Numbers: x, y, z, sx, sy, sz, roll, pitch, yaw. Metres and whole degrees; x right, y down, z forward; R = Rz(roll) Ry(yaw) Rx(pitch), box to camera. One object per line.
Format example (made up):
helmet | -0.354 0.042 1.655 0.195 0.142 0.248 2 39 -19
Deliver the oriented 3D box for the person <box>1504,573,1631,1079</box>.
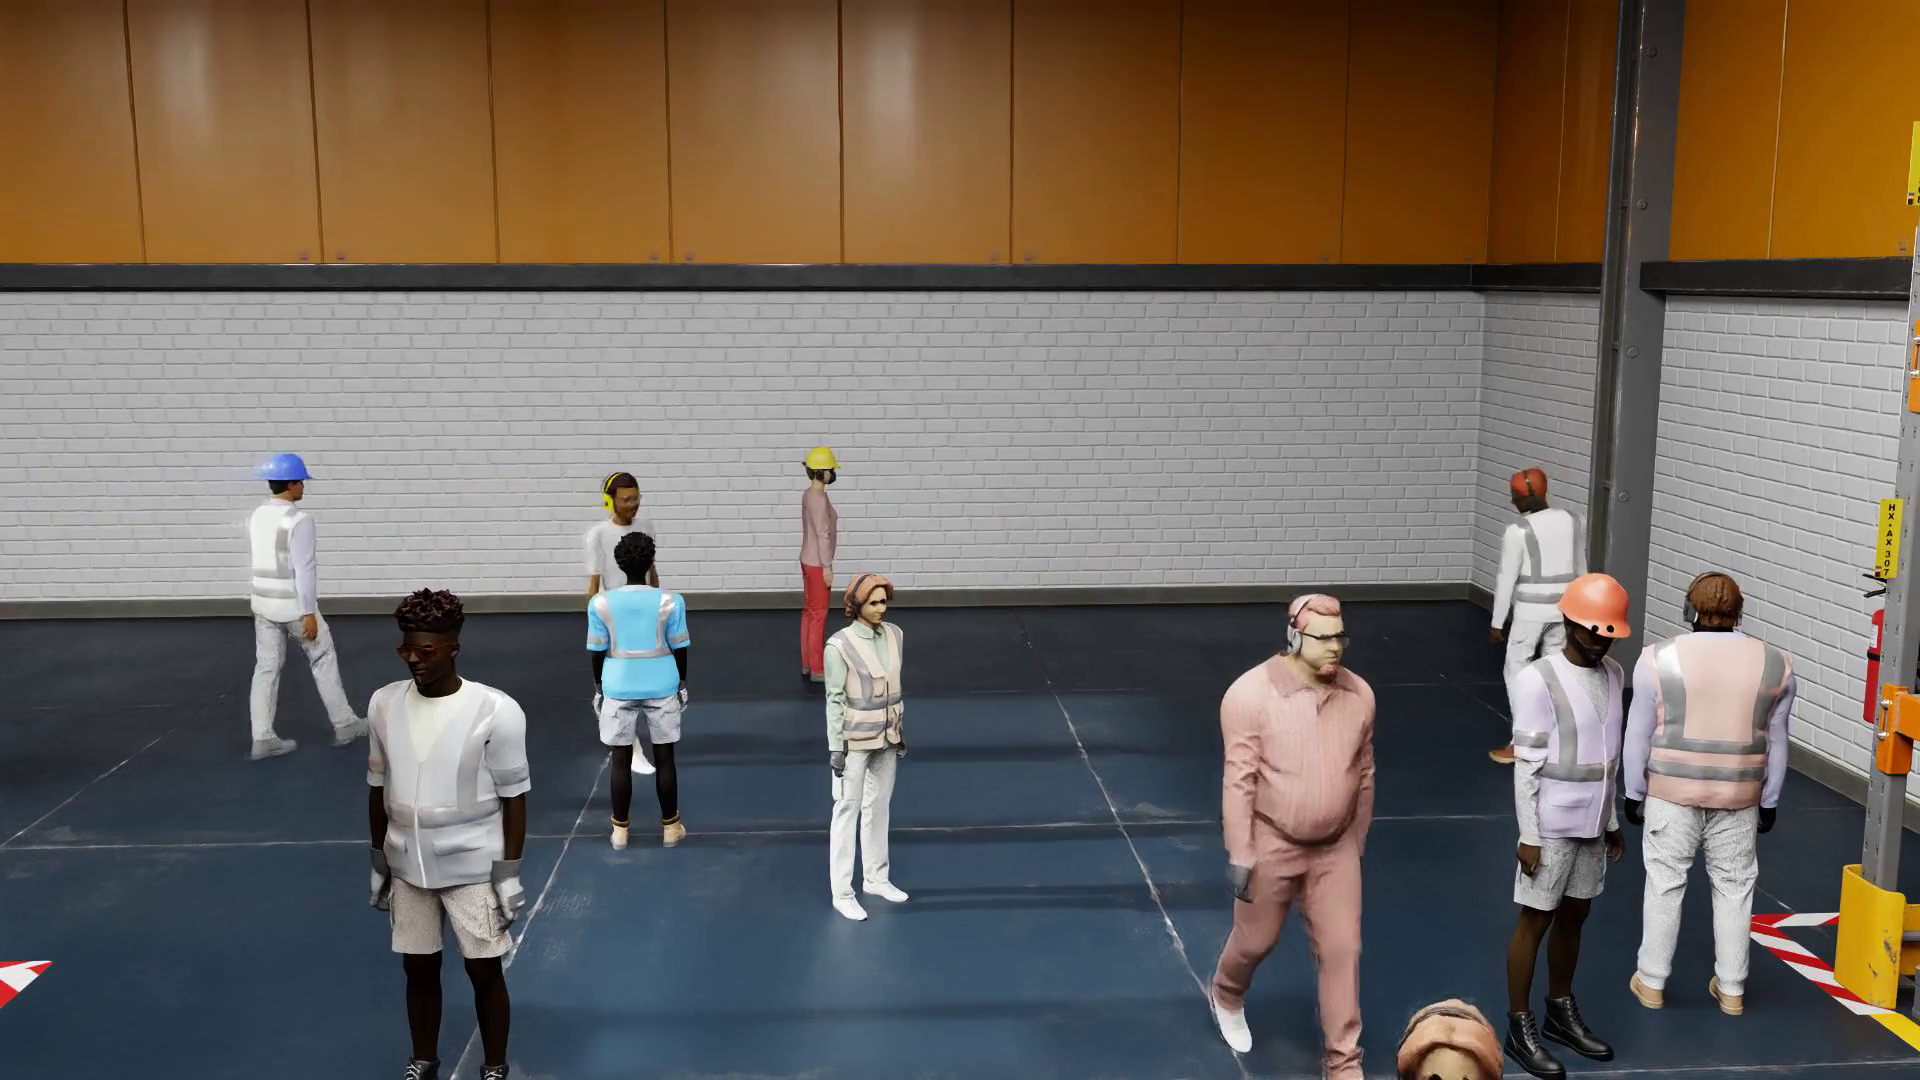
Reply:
person | 2.339 1.072 6.337 0.542 1.928 0.374 -5 11 -31

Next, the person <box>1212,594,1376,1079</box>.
person | 1.262 1.117 6.214 0.654 1.877 0.869 -2 9 -14

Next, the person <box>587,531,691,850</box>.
person | -1.686 0.796 8.784 0.535 1.700 0.318 -1 9 -6

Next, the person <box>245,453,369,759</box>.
person | -4.181 0.398 10.608 0.646 1.908 0.902 6 11 32

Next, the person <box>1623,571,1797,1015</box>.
person | 3.056 1.039 6.851 0.630 1.835 0.429 2 9 11

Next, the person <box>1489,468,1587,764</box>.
person | 3.599 0.482 10.293 0.653 1.856 0.406 -2 9 -15

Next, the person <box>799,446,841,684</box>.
person | -1.038 0.185 12.415 0.315 1.770 0.524 -3 9 -16

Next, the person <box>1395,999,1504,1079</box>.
person | 0.937 1.714 3.324 0.527 1.607 0.802 2 9 13

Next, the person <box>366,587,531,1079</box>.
person | -1.808 1.132 5.841 0.603 1.966 0.368 2 9 11

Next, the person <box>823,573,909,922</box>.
person | -0.442 0.966 7.915 0.307 1.636 0.525 7 11 38

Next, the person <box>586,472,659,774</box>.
person | -2.095 0.485 10.272 0.659 1.857 0.509 8 12 42
